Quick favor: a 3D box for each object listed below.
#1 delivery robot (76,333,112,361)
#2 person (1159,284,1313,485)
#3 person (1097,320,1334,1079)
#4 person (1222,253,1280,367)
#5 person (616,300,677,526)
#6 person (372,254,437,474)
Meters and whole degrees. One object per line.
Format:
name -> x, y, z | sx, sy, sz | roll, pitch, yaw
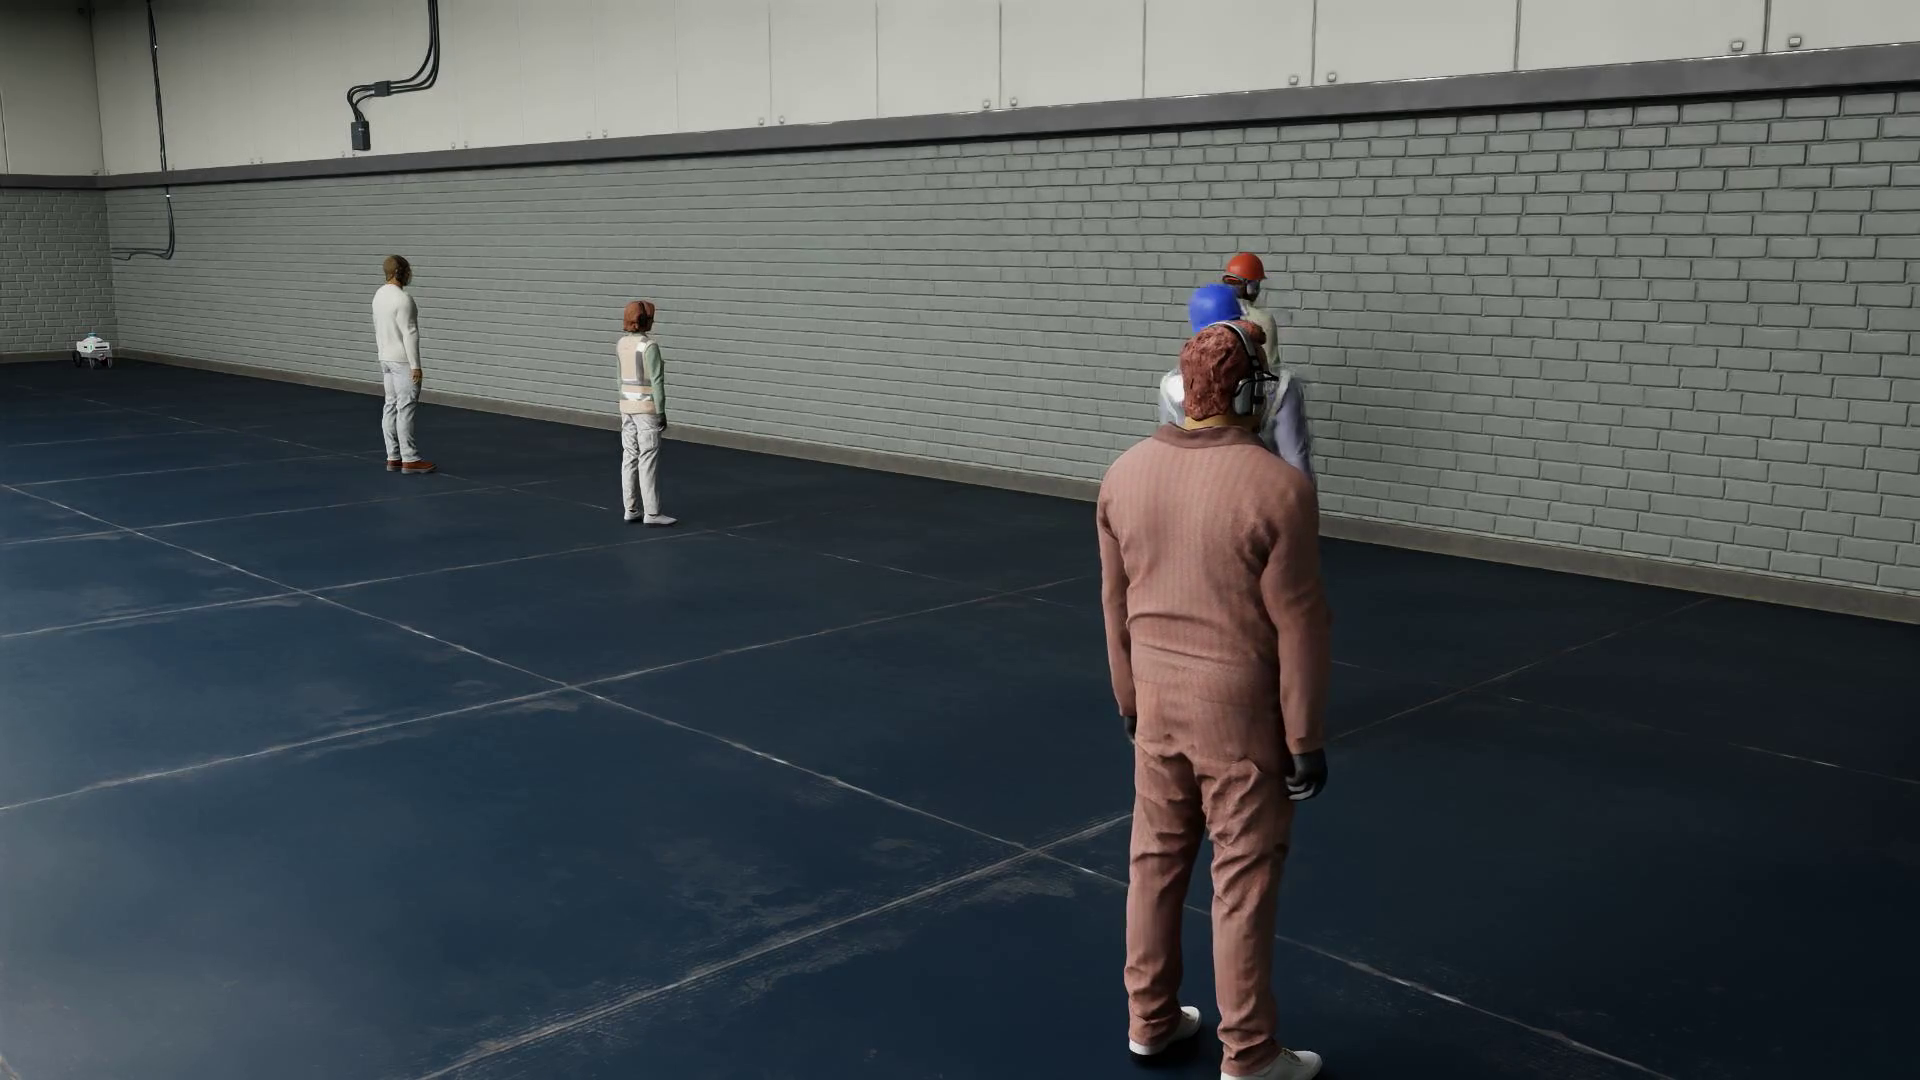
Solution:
delivery robot -> -13.955, -3.092, 26.803 | 0.477, 0.478, 0.707 | -10, 14, -44
person -> 1.177, -0.103, 6.987 | 0.734, 1.908, 0.403 | 4, 11, 23
person -> 0.645, 0.418, 4.117 | 0.410, 1.908, 0.643 | -10, 15, -44
person -> 1.840, -0.872, 10.909 | 0.376, 1.995, 0.612 | -10, 15, -44
person -> -2.325, -0.926, 12.170 | 0.307, 1.641, 0.514 | -10, 15, -44
person -> -5.005, -1.576, 14.902 | 0.372, 1.940, 0.632 | -10, 15, -44
